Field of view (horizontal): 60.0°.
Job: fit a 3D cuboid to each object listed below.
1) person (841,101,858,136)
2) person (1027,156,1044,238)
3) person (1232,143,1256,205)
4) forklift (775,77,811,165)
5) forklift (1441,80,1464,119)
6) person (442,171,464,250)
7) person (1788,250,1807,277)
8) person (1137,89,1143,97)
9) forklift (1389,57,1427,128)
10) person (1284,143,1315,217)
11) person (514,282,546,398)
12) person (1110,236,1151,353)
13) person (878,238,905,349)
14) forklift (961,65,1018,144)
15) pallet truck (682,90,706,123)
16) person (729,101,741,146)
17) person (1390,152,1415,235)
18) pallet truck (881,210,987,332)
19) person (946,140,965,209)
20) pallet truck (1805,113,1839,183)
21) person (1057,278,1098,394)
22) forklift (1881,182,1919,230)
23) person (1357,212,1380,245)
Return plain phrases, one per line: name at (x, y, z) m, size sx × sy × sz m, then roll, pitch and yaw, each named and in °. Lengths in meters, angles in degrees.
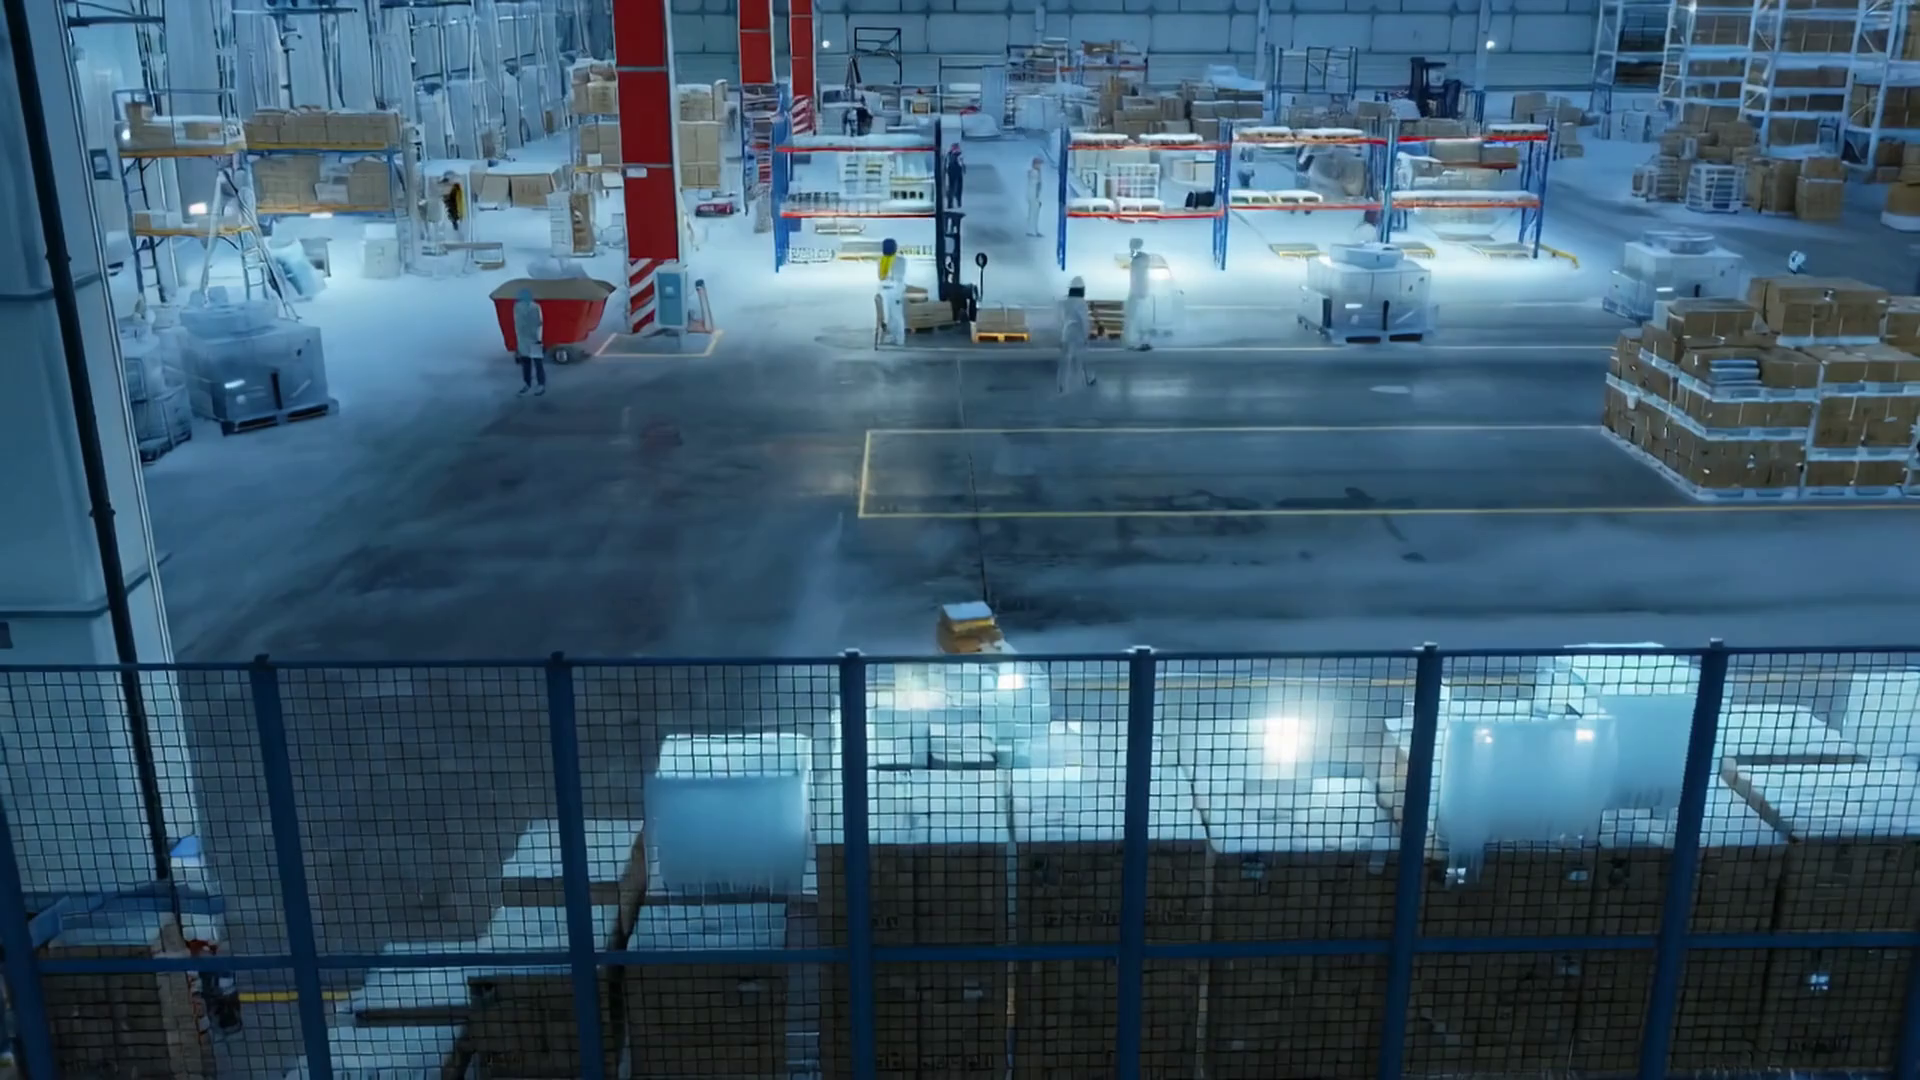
person at (-3.864, -14.387, 58.169) m, size 0.582 × 1.828 × 0.992 m, roll 0°, pitch 19°, yaw -1°
person at (1.777, -8.145, 39.501) m, size 0.362 × 1.928 × 0.587 m, roll -8°, pitch 20°, yaw -22°
person at (7.636, -9.939, 44.875) m, size 0.570 × 1.883 × 0.982 m, roll -15°, pitch 24°, yaw -37°
forklift at (-5.920, -13.893, 55.085) m, size 1.873 × 2.768 × 1.129 m, roll -1°, pitch 19°, yaw -1°
forklift at (15.644, -13.239, 53.146) m, size 1.873 × 2.768 × 1.129 m, roll -1°, pitch 19°, yaw -1°
person at (-11.063, -7.090, 36.359) m, size 0.364 × 1.934 × 0.552 m, roll -4°, pitch 19°, yaw -12°
person at (13.050, -3.639, 26.242) m, size 0.569 × 1.851 × 0.551 m, roll -14°, pitch 23°, yaw -35°
person at (6.914, -16.344, 63.866) m, size 0.654 × 1.894 × 0.944 m, roll 17°, pitch 25°, yaw 41°
forklift at (18.867, -18.497, 68.743) m, size 1.873 × 2.768 × 1.129 m, roll -1°, pitch 19°, yaw -1°
person at (8.785, -9.243, 42.823) m, size 0.952 × 1.873 × 0.609 m, roll -16°, pitch 24°, yaw -39°
person at (-6.333, -2.942, 24.420) m, size 0.535 × 1.700 × 0.318 m, roll 10°, pitch 21°, yaw 26°
person at (2.806, -4.025, 27.331) m, size 0.794 × 1.893 × 0.675 m, roll 0°, pitch 19°, yaw 1°
person at (-1.148, -4.109, 27.687) m, size 0.430 × 1.834 × 0.621 m, roll -12°, pitch 22°, yaw -31°
forklift at (1.090, -16.329, 62.311) m, size 1.873 × 2.768 × 1.129 m, roll -10°, pitch 21°, yaw -28°
pallet truck at (-9.671, -15.907, 62.421) m, size 0.823 × 1.965 × 1.885 m, roll 5°, pitch 19°, yaw 15°
person at (-8.296, -15.338, 61.291) m, size 0.401 × 1.624 × 0.528 m, roll 0°, pitch 19°, yaw 0°
person at (10.660, -8.355, 40.077) m, size 0.603 × 1.959 × 0.390 m, roll -14°, pitch 23°, yaw -35°
pallet truck at (-0.493, -4.759, 29.349) m, size 1.885 × 1.965 × 0.823 m, roll -13°, pitch 23°, yaw -34°
person at (-0.138, -9.826, 44.671) m, size 0.522 × 1.817 × 0.866 m, roll 6°, pitch 19°, yaw 16°
pallet truck at (26.403, -11.957, 50.702) m, size 0.823 × 1.965 × 1.885 m, roll 6°, pitch 19°, yaw 16°
person at (1.740, -3.051, 24.754) m, size 0.503 × 1.691 × 0.928 m, roll 12°, pitch 22°, yaw 32°
forklift at (24.028, -9.092, 40.844) m, size 1.873 × 2.768 × 1.129 m, roll -1°, pitch 19°, yaw -2°
person at (7.388, -5.035, 30.352) m, size 1.013 × 1.892 × 0.633 m, roll -7°, pitch 20°, yaw -19°
